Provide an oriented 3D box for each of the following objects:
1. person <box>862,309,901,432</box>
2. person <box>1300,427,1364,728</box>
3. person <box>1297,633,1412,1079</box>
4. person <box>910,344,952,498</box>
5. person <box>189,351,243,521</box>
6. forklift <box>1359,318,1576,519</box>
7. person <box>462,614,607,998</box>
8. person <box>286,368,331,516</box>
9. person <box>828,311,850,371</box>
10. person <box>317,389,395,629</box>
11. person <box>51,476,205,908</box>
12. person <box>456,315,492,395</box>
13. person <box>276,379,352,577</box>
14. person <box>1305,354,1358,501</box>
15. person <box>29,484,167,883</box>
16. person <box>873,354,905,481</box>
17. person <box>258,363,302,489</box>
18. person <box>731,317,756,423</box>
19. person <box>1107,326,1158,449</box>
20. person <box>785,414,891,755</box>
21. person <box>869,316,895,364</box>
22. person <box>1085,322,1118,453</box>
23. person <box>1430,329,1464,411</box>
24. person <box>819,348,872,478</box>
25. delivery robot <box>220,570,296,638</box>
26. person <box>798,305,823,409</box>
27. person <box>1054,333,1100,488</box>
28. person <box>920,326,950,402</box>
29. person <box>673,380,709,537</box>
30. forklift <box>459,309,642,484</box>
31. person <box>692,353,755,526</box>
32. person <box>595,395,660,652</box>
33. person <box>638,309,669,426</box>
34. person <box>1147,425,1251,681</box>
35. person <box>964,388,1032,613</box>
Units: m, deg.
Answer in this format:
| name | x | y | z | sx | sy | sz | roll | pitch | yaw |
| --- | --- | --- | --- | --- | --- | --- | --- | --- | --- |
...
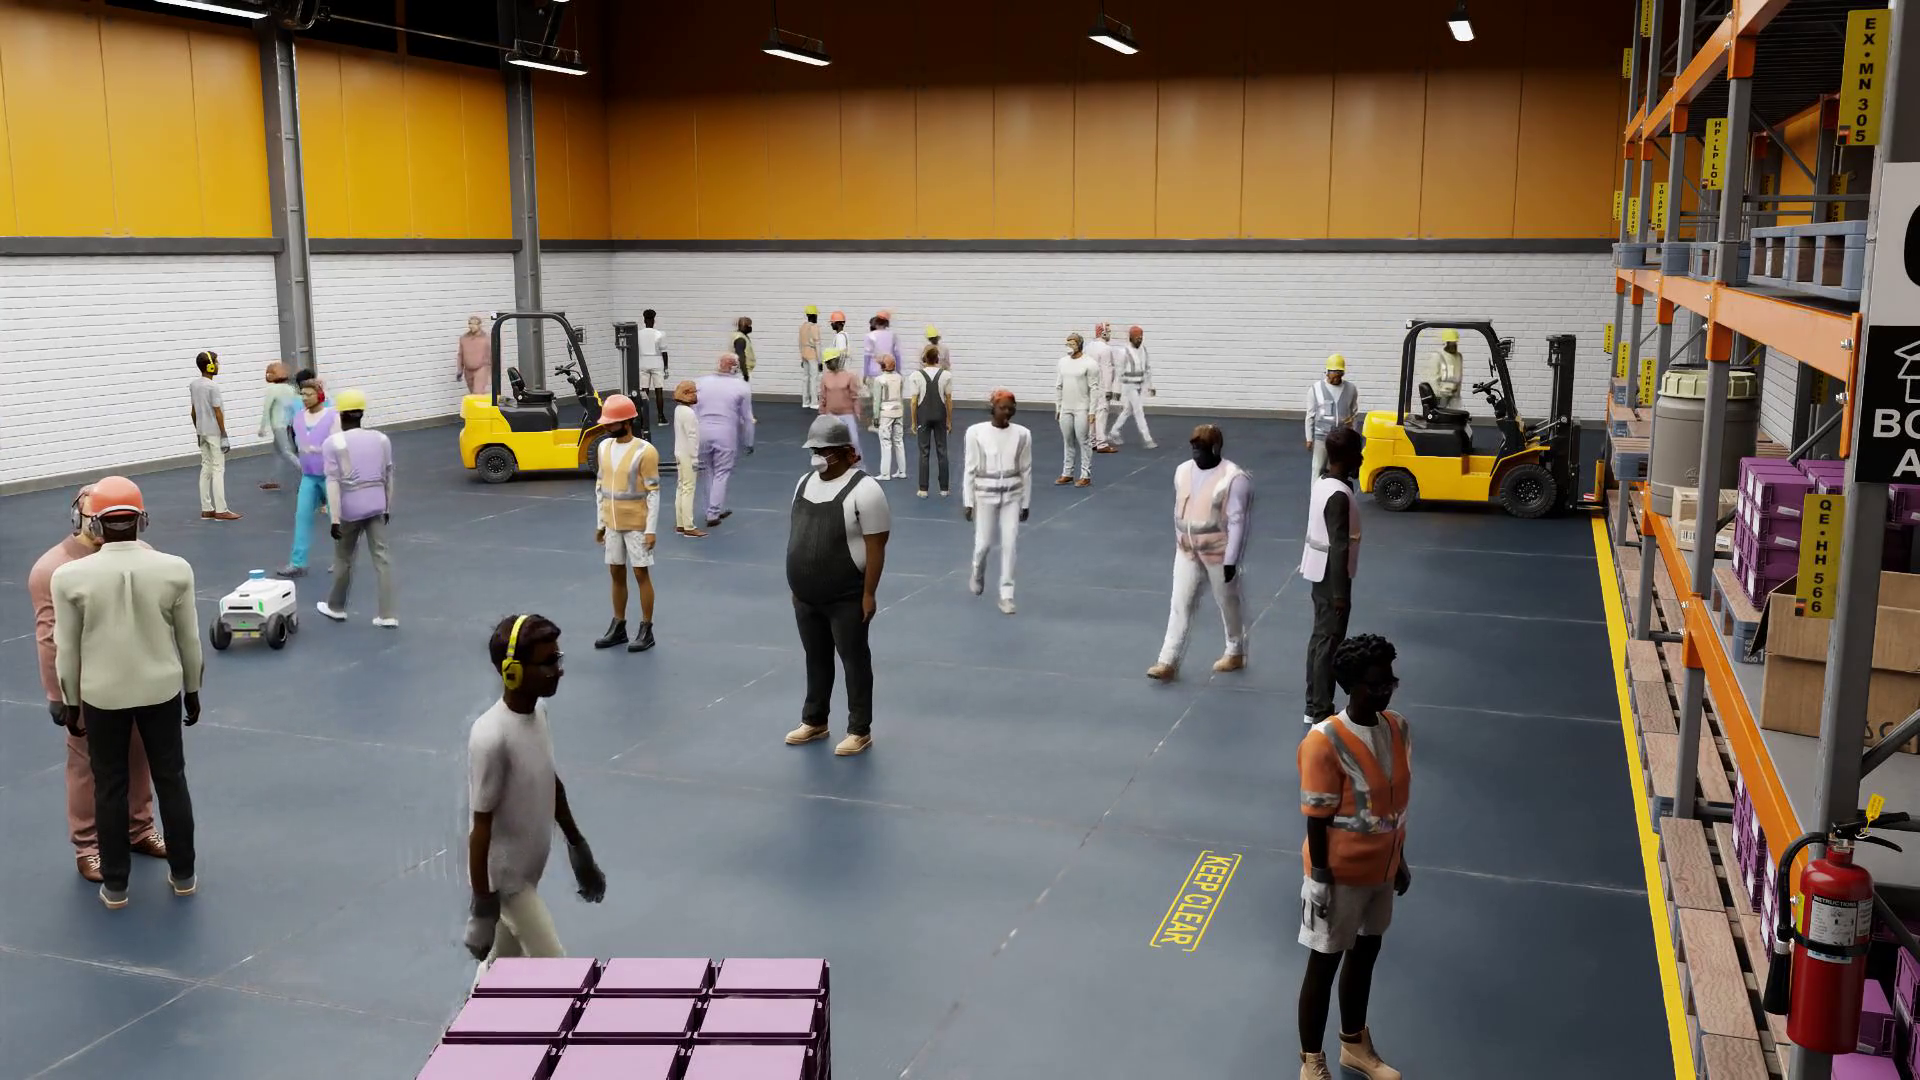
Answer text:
| name | x | y | z | sx | sy | sz | roll | pitch | yaw |
| --- | --- | --- | --- | --- | --- | --- | --- | --- | --- |
| person | -1.230 | -2.705 | 26.751 | 0.635 | 2.011 | 0.750 | -5 | 11 | -25 |
| person | 2.314 | 0.255 | 10.330 | 0.382 | 1.917 | 0.596 | 1 | 10 | 3 |
| person | 1.396 | 1.158 | 5.869 | 0.535 | 1.697 | 0.318 | -8 | 13 | -39 |
| person | -0.346 | -1.421 | 19.975 | 0.506 | 1.846 | 0.349 | -1 | 10 | -7 |
| person | -8.251 | -1.142 | 18.361 | 0.521 | 1.862 | 0.327 | 6 | 12 | 32 |
| forklift | 5.787 | -1.437 | 19.079 | 2.313 | 2.155 | 1.214 | 3 | 11 | 19 |
| person | -1.364 | 1.142 | 5.583 | 0.933 | 1.823 | 0.542 | 0 | 10 | 1 |
| person | -7.207 | -1.064 | 18.424 | 0.550 | 1.665 | 0.704 | 2 | 10 | 12 |
| person | -2.011 | -2.834 | 27.673 | 0.369 | 1.935 | 0.552 | 0 | 10 | 0 |
| person | -4.833 | -0.255 | 13.290 | 0.932 | 1.881 | 0.612 | 9 | 13 | 41 |
| person | -3.823 | 0.695 | 7.686 | 0.607 | 1.986 | 0.417 | -7 | 12 | -35 |
| person | -8.035 | -2.817 | 27.755 | 0.639 | 1.872 | 0.879 | 3 | 11 | 18 |
| person | -5.897 | -0.550 | 15.162 | 0.583 | 1.809 | 0.890 | 3 | 11 | 18 |
| person | 4.163 | -1.174 | 18.645 | 0.589 | 1.824 | 0.403 | 0 | 10 | -2 |
| person | -4.087 | 0.670 | 8.031 | 0.402 | 1.904 | 0.651 | 5 | 11 | 28 |
| person | -0.913 | -1.583 | 21.494 | 0.318 | 1.629 | 0.516 | 9 | 14 | 43 |
| person | -8.312 | -1.387 | 20.480 | 0.829 | 1.595 | 0.500 | 1 | 10 | 8 |
| person | -3.682 | -2.879 | 28.252 | 0.444 | 1.820 | 0.645 | 0 | 10 | -1 |
| person | 2.586 | -2.306 | 25.016 | 0.956 | 1.837 | 0.658 | 10 | 14 | 44 |
| person | -0.787 | 0.262 | 9.943 | 0.688 | 2.000 | 0.539 | 7 | 12 | 36 |
| person | -1.328 | -2.919 | 28.517 | 0.475 | 1.816 | 0.634 | 3 | 10 | 14 |
| person | 2.078 | -2.234 | 24.379 | 0.400 | 1.910 | 0.643 | -4 | 11 | -20 |
| person | 7.099 | -2.142 | 24.113 | 0.609 | 1.811 | 0.545 | -5 | 11 | -25 |
| person | -1.478 | -1.604 | 21.359 | 0.698 | 1.723 | 0.388 | 3 | 10 | 14 |
| delivery robot | -5.348 | 0.472 | 12.683 | 0.477 | 0.478 | 0.707 | 0 | 10 | -2 |
| person | -2.753 | -3.389 | 30.824 | 0.381 | 1.924 | 0.627 | -9 | 14 | -42 |
| person | 1.449 | -1.629 | 20.891 | 0.644 | 1.936 | 0.371 | 9 | 13 | 41 |
| person | -0.416 | -2.629 | 27.128 | 0.526 | 1.721 | 0.849 | -3 | 10 | -14 |
| person | -2.833 | -0.851 | 17.361 | 0.282 | 1.633 | 0.498 | -5 | 11 | -25 |
| forklift | -5.354 | -1.902 | 21.697 | 2.313 | 2.155 | 1.214 | -2 | 10 | -13 |
| person | -2.583 | -1.104 | 18.170 | 0.688 | 1.846 | 0.869 | 3 | 10 | 14 |
| person | -2.504 | -0.124 | 12.430 | 0.542 | 1.931 | 0.375 | 5 | 11 | 27 |
| person | -5.182 | -2.893 | 27.923 | 0.605 | 1.966 | 0.367 | 1 | 10 | 3 |
| person | 1.711 | 0.090 | 11.620 | 0.649 | 1.791 | 0.952 | 9 | 14 | 43 |
| person | 0.306 | -0.345 | 13.868 | 0.590 | 1.862 | 0.651 | -2 | 10 | -11 |
